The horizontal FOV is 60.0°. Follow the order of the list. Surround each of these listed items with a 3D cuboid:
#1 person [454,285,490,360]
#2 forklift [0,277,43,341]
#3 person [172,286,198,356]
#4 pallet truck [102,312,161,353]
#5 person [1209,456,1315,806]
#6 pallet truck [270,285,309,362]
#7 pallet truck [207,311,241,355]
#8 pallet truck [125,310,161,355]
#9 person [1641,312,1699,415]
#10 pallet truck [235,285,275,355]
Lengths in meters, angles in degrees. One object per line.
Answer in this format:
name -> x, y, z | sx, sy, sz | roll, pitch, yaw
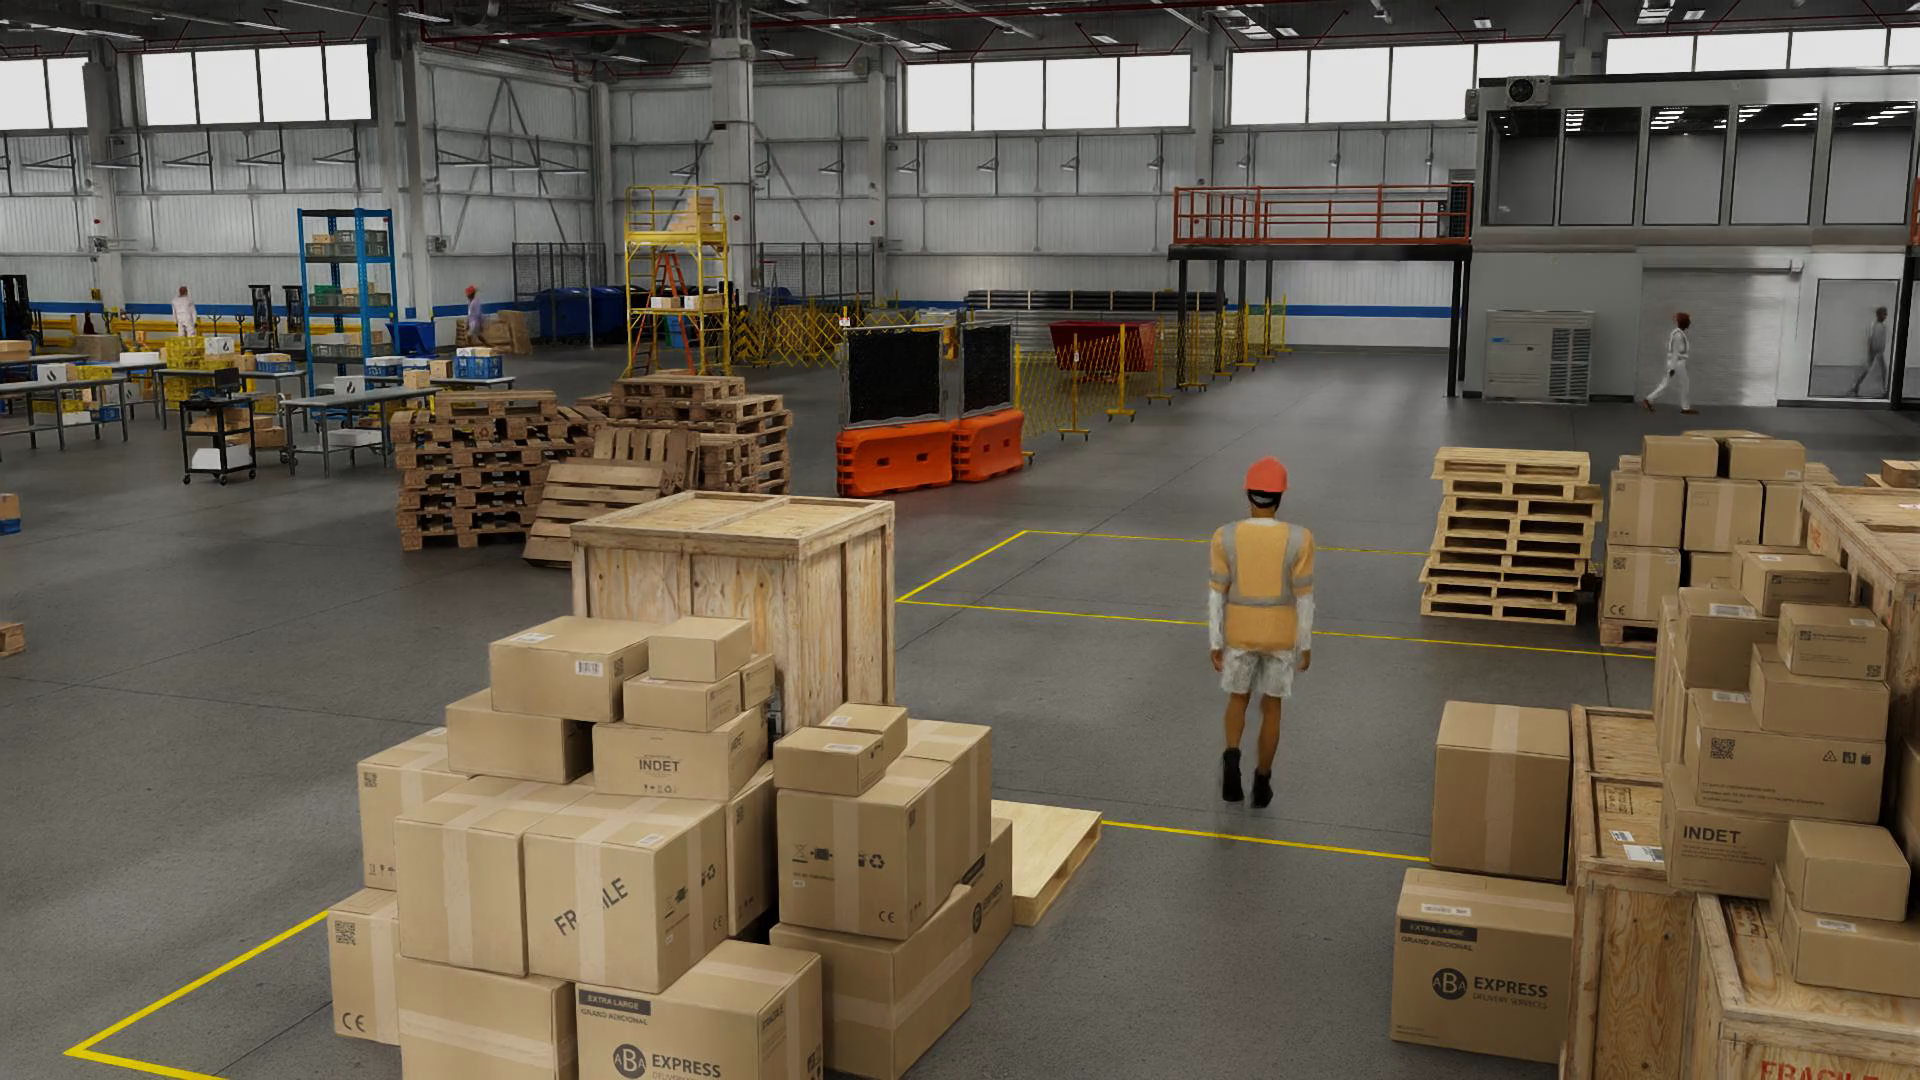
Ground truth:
person -> -12.717, -5.674, 43.586 | 1.099, 1.990, 0.639 | -5, 11, -28
forklift -> -27.151, -6.329, 46.328 | 1.157, 1.987, 2.680 | 3, 11, 17
person -> -21.047, -5.935, 45.241 | 0.643, 1.909, 0.410 | 1, 10, 4
pallet truck -> -23.057, -5.777, 46.261 | 0.680, 1.201, 1.601 | 3, 11, 19
person -> 1.600, 0.515, 8.876 | 0.551, 1.922, 0.514 | 3, 11, 17
pallet truck -> -17.147, -5.700, 43.663 | 0.823, 1.965, 1.885 | 3, 11, 17
pallet truck -> -19.537, -5.575, 44.913 | 0.653, 1.274, 1.630 | 3, 11, 19
pallet truck -> -22.038, -5.665, 45.457 | 0.704, 1.261, 1.522 | 3, 11, 17
person -> 12.751, -3.153, 29.760 | 0.913, 1.848, 0.572 | 3, 10, 16
pallet truck -> -18.327, -5.835, 44.421 | 0.823, 1.965, 1.885 | 4, 11, 23
